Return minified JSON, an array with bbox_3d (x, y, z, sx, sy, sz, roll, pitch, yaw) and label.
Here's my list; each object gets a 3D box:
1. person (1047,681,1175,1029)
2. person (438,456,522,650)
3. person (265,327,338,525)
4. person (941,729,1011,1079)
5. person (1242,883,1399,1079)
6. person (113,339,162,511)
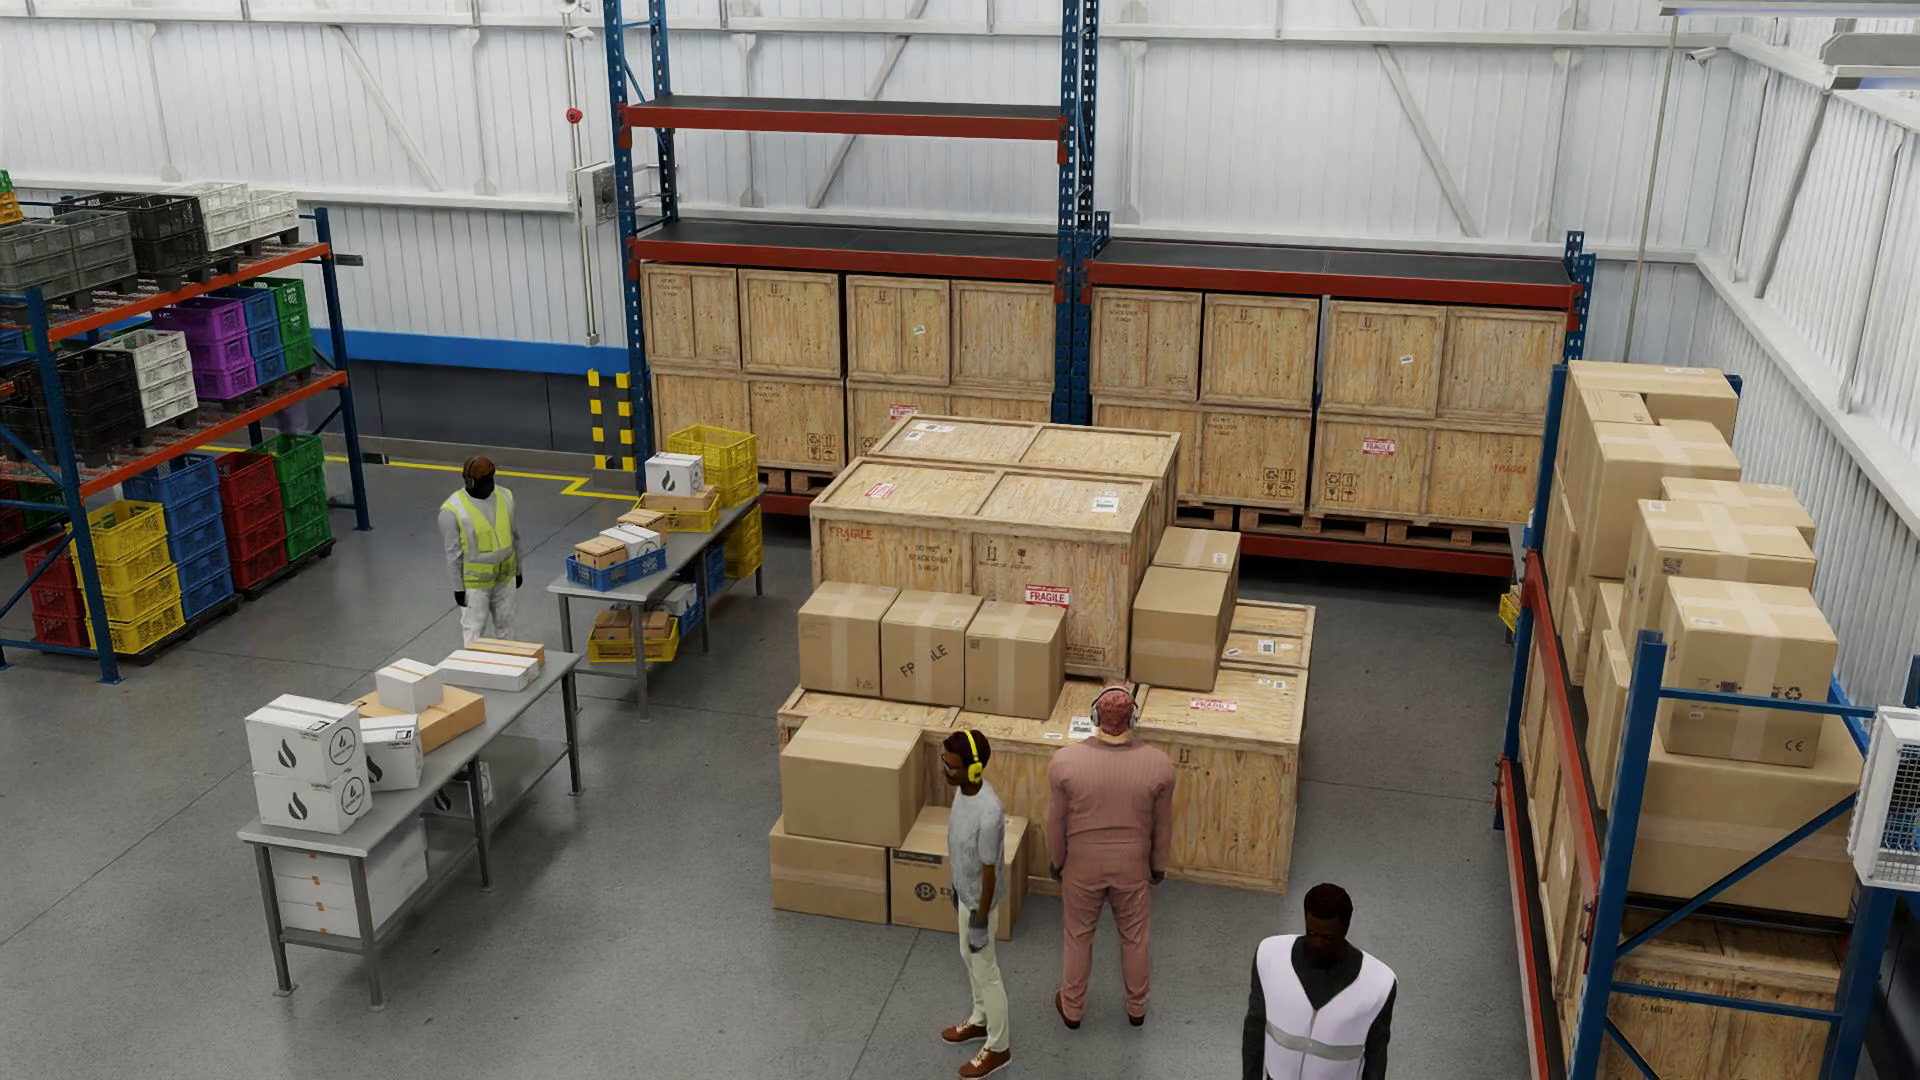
[{"bbox_3d":[0.760,1.615,8.533,0.635,1.899,0.397,-1,21,-2],"label":"person"},{"bbox_3d":[-3.450,0.263,12.154,0.430,1.835,0.619,18,27,38],"label":"person"},{"bbox_3d":[-6.250,-1.061,15.502,0.500,1.953,0.633,-8,22,-21],"label":"person"},{"bbox_3d":[0.069,1.762,8.188,0.331,1.864,0.507,-6,22,-15],"label":"person"},{"bbox_3d":[1.449,2.242,6.852,0.593,1.920,0.391,7,22,18],"label":"person"},{"bbox_3d":[-7.705,-1.014,15.454,0.479,1.862,0.581,0,21,0],"label":"person"}]
